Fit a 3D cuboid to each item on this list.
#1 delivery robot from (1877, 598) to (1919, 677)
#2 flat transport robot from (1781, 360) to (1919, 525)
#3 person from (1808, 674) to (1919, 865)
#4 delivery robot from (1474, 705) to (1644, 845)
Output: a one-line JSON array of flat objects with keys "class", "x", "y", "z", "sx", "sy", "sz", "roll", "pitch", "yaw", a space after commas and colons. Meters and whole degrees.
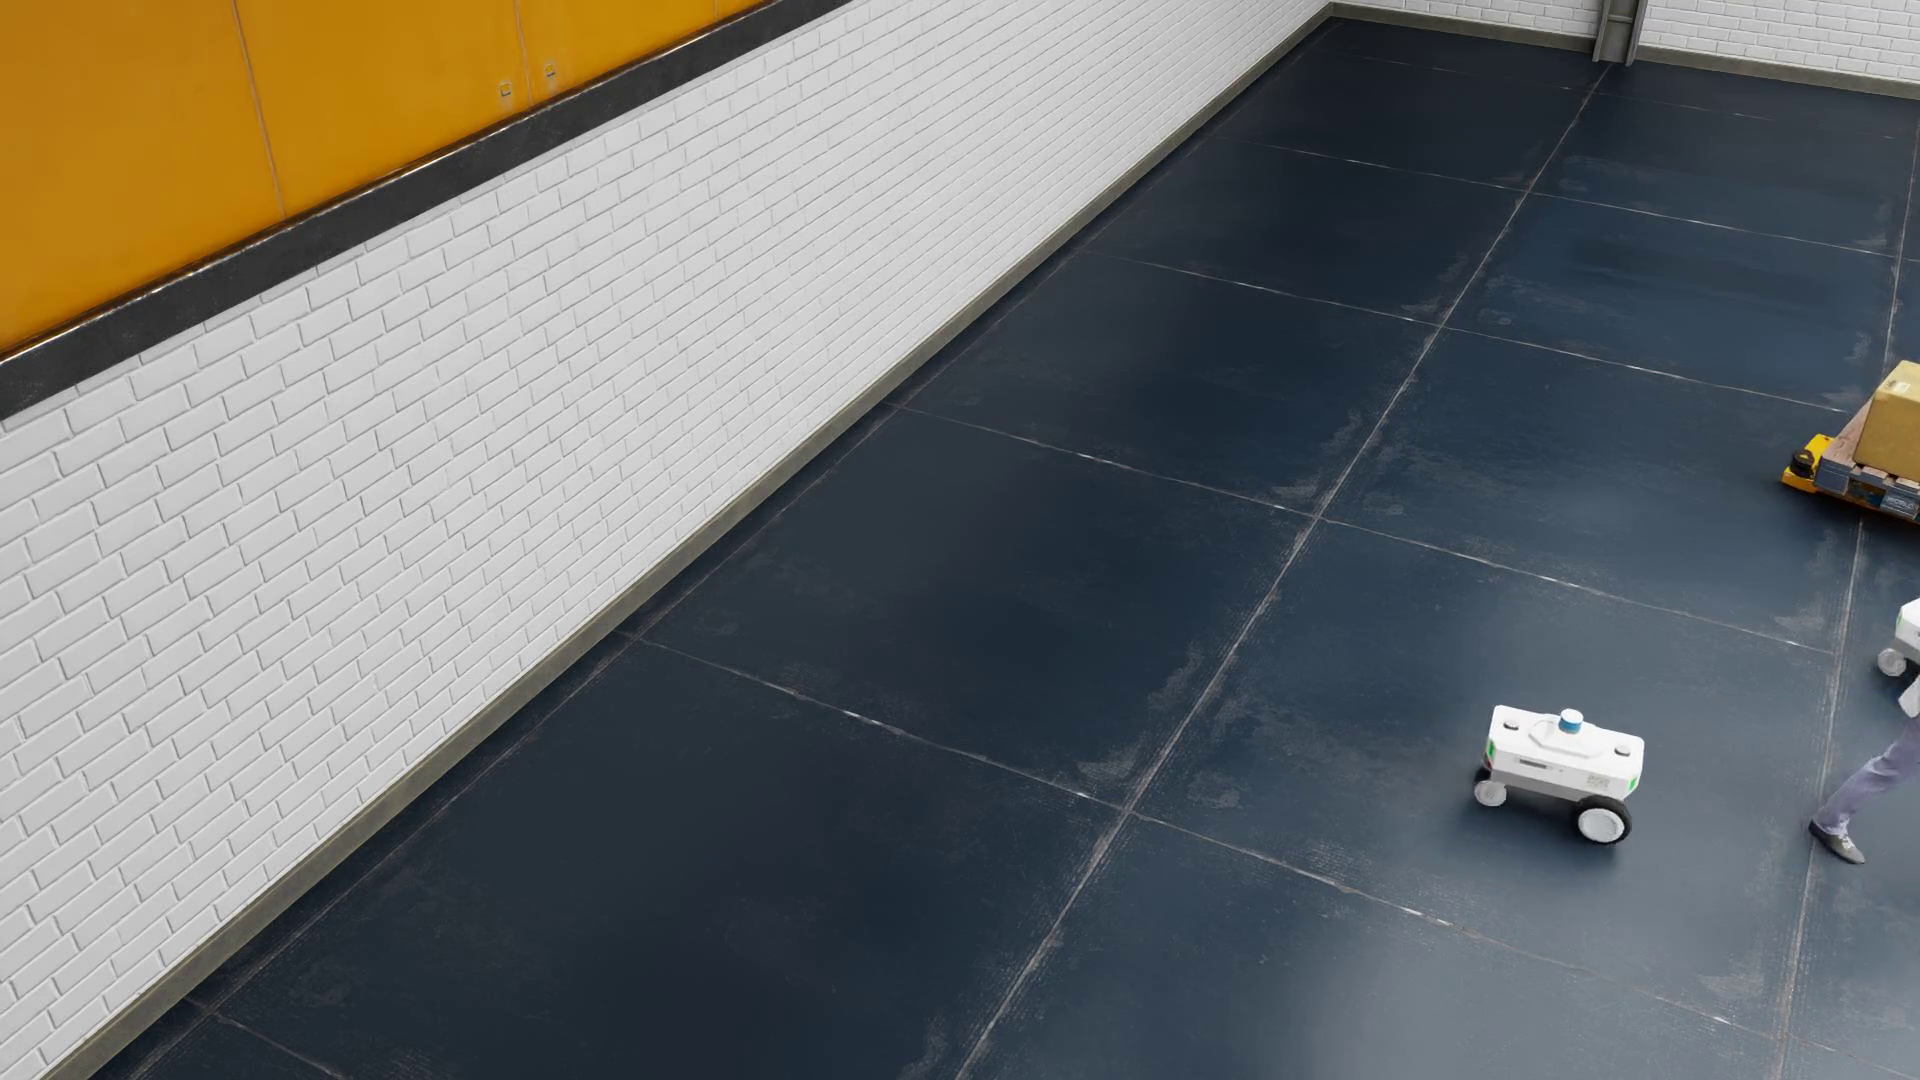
[{"class": "delivery robot", "x": 5.329, "y": 0.615, "z": 8.790, "sx": 0.499, "sy": 0.577, "sz": 0.769, "roll": -17, "pitch": 38, "yaw": -24}, {"class": "flat transport robot", "x": 6.018, "y": -0.313, "z": 10.443, "sx": 1.431, "sy": 0.231, "sz": 0.659, "roll": 26, "pitch": 42, "yaw": 33}, {"class": "person", "x": 4.469, "y": 0.852, "z": 7.352, "sx": 0.607, "sy": 1.774, "sz": 0.994, "roll": -25, "pitch": 41, "yaw": -32}, {"class": "delivery robot", "x": 2.945, "y": 1.097, "z": 8.104, "sx": 0.809, "sy": 0.611, "sz": 0.499, "roll": 13, "pitch": 36, "yaw": 18}]
